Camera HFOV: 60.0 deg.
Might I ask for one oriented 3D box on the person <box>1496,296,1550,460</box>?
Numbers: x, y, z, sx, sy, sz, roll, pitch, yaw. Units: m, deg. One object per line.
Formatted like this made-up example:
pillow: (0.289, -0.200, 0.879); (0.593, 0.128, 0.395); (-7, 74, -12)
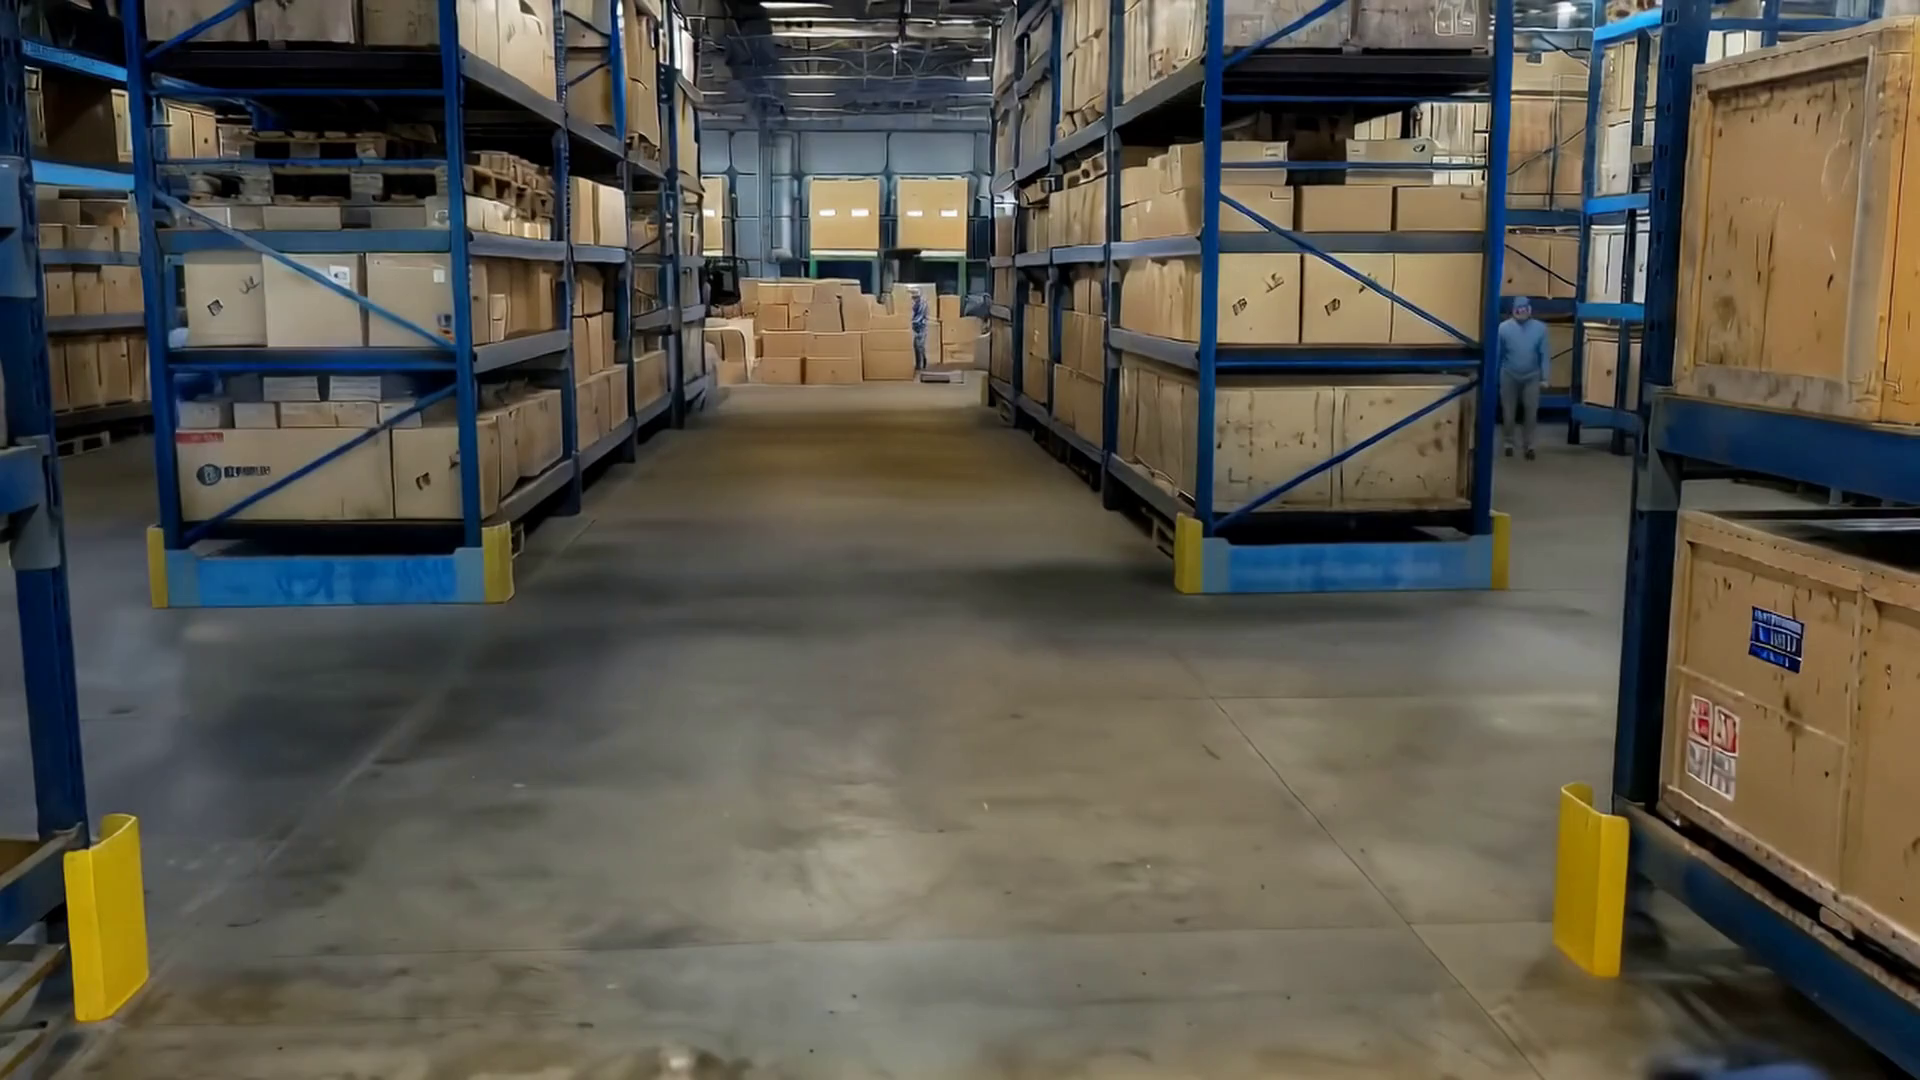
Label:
person: (6.431, -1.853, 19.110); (0.675, 1.872, 0.847); (2, 9, 13)

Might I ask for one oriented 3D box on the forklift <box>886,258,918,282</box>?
forklift: (-1.592, -6.593, 45.730); (1.129, 2.768, 1.873); (-1, 9, -4)

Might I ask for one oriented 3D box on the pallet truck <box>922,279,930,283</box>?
pallet truck: (-0.932, -8.922, 63.114); (1.885, 1.965, 0.823); (2, 9, 13)

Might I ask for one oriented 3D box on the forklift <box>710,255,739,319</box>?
forklift: (-8.368, -8.713, 59.038); (1.129, 2.768, 1.873); (-1, 9, -4)

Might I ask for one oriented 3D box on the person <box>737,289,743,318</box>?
person: (-7.379, -7.654, 56.148); (0.487, 1.687, 0.540); (3, 10, 21)

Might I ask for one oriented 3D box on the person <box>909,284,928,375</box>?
person: (-0.899, -4.458, 35.273); (0.364, 1.935, 0.553); (-6, 11, -31)

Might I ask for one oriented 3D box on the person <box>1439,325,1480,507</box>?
person: (4.439, -1.085, 14.904); (0.471, 1.679, 0.677); (-7, 11, -37)

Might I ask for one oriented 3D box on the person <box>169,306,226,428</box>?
person: (-7.765, -1.491, 16.990); (0.660, 1.823, 0.597); (0, 9, -1)
